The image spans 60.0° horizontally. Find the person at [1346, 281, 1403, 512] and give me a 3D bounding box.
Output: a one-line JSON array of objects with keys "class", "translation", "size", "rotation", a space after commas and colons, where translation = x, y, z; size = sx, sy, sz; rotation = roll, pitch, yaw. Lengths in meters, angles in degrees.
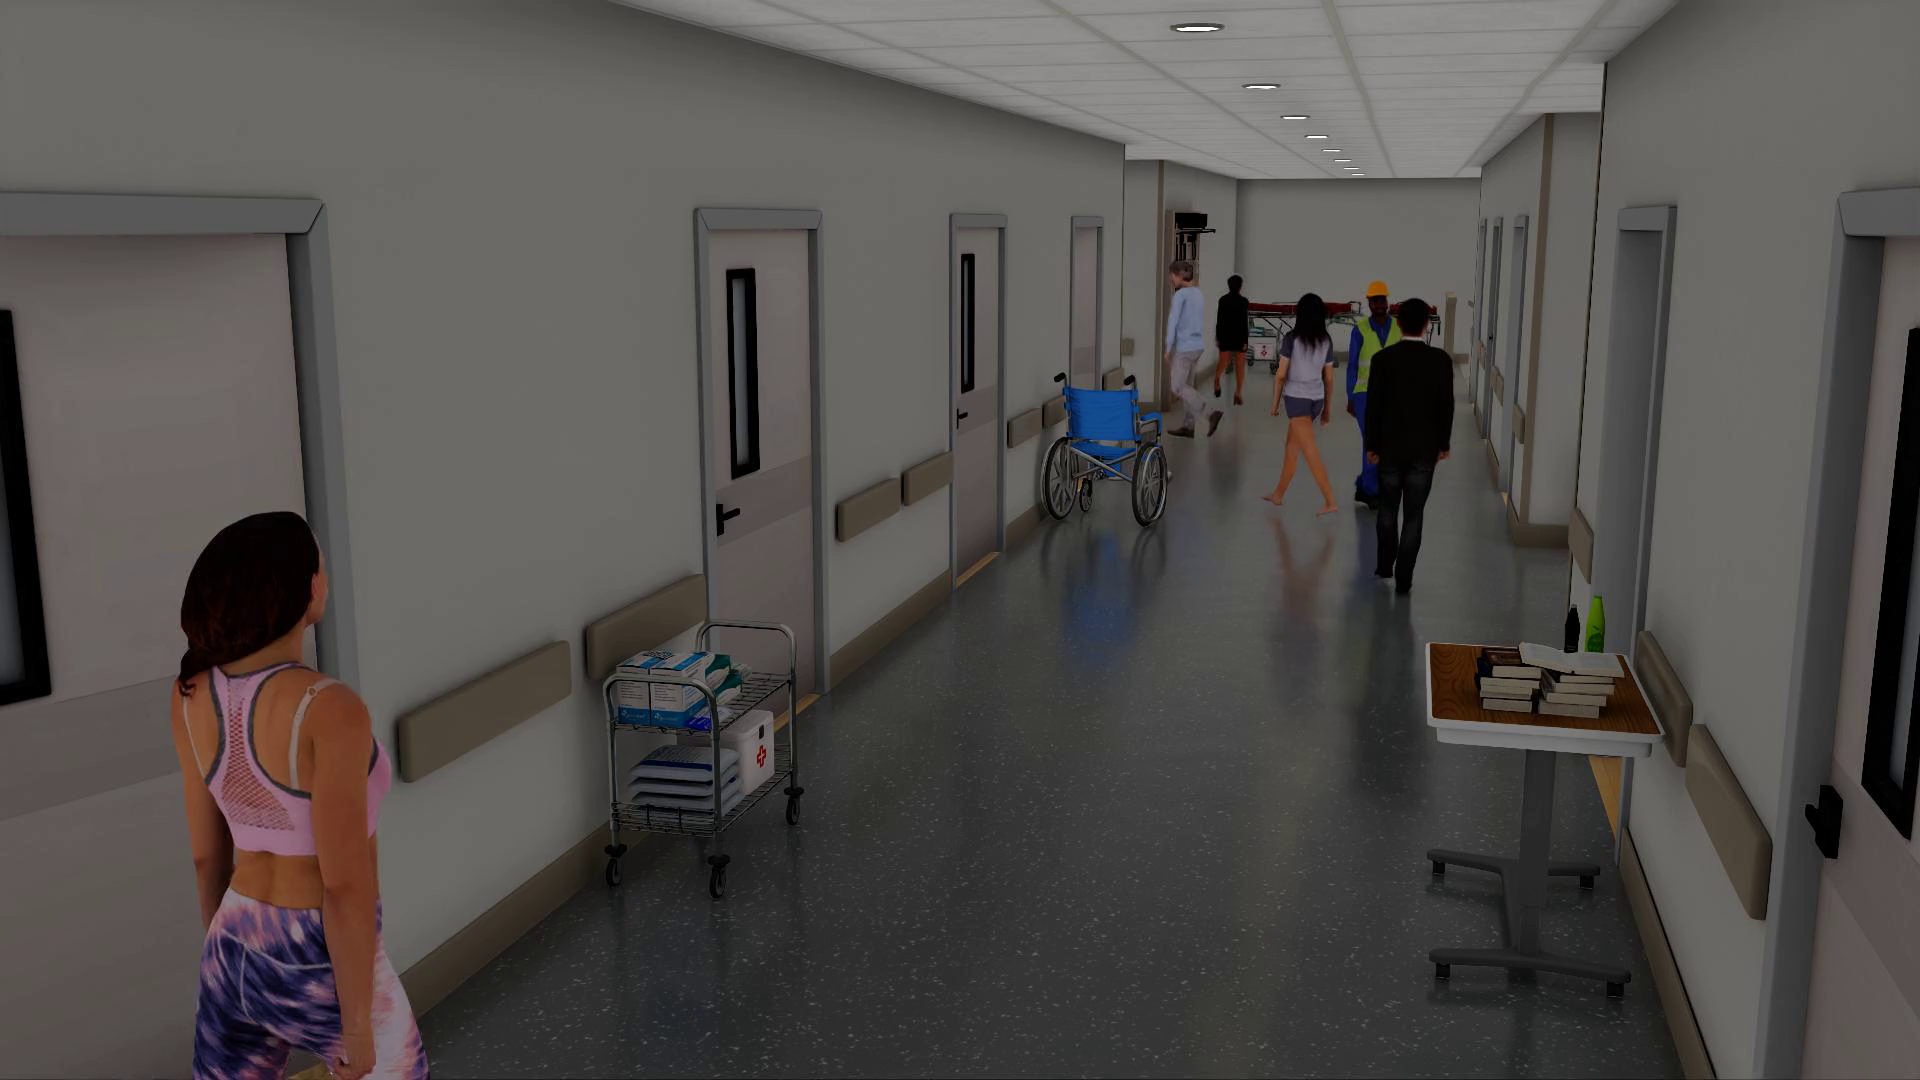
[{"class": "person", "translation": [3.298, -1.155, 13.308], "size": [0.900, 1.789, 1.006], "rotation": [-3, 11, -16]}]

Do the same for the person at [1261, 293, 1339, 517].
[{"class": "person", "translation": [2.674, -0.988, 12.718], "size": [1.084, 1.681, 1.189], "rotation": [-5, 12, -25]}]

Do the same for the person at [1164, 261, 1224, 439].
[{"class": "person", "translation": [2.416, -1.944, 17.273], "size": [0.932, 1.861, 1.023], "rotation": [9, 14, 40]}]

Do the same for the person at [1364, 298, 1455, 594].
[{"class": "person", "translation": [2.740, -0.561, 10.182], "size": [0.681, 1.788, 0.769], "rotation": [3, 11, 18]}]

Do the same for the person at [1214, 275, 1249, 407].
[{"class": "person", "translation": [3.326, -2.420, 20.433], "size": [0.719, 1.617, 1.002], "rotation": [6, 12, 28]}]

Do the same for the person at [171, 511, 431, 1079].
[{"class": "person", "translation": [-1.220, 0.854, 2.901], "size": [0.600, 1.722, 1.192], "rotation": [3, 11, 15]}]
